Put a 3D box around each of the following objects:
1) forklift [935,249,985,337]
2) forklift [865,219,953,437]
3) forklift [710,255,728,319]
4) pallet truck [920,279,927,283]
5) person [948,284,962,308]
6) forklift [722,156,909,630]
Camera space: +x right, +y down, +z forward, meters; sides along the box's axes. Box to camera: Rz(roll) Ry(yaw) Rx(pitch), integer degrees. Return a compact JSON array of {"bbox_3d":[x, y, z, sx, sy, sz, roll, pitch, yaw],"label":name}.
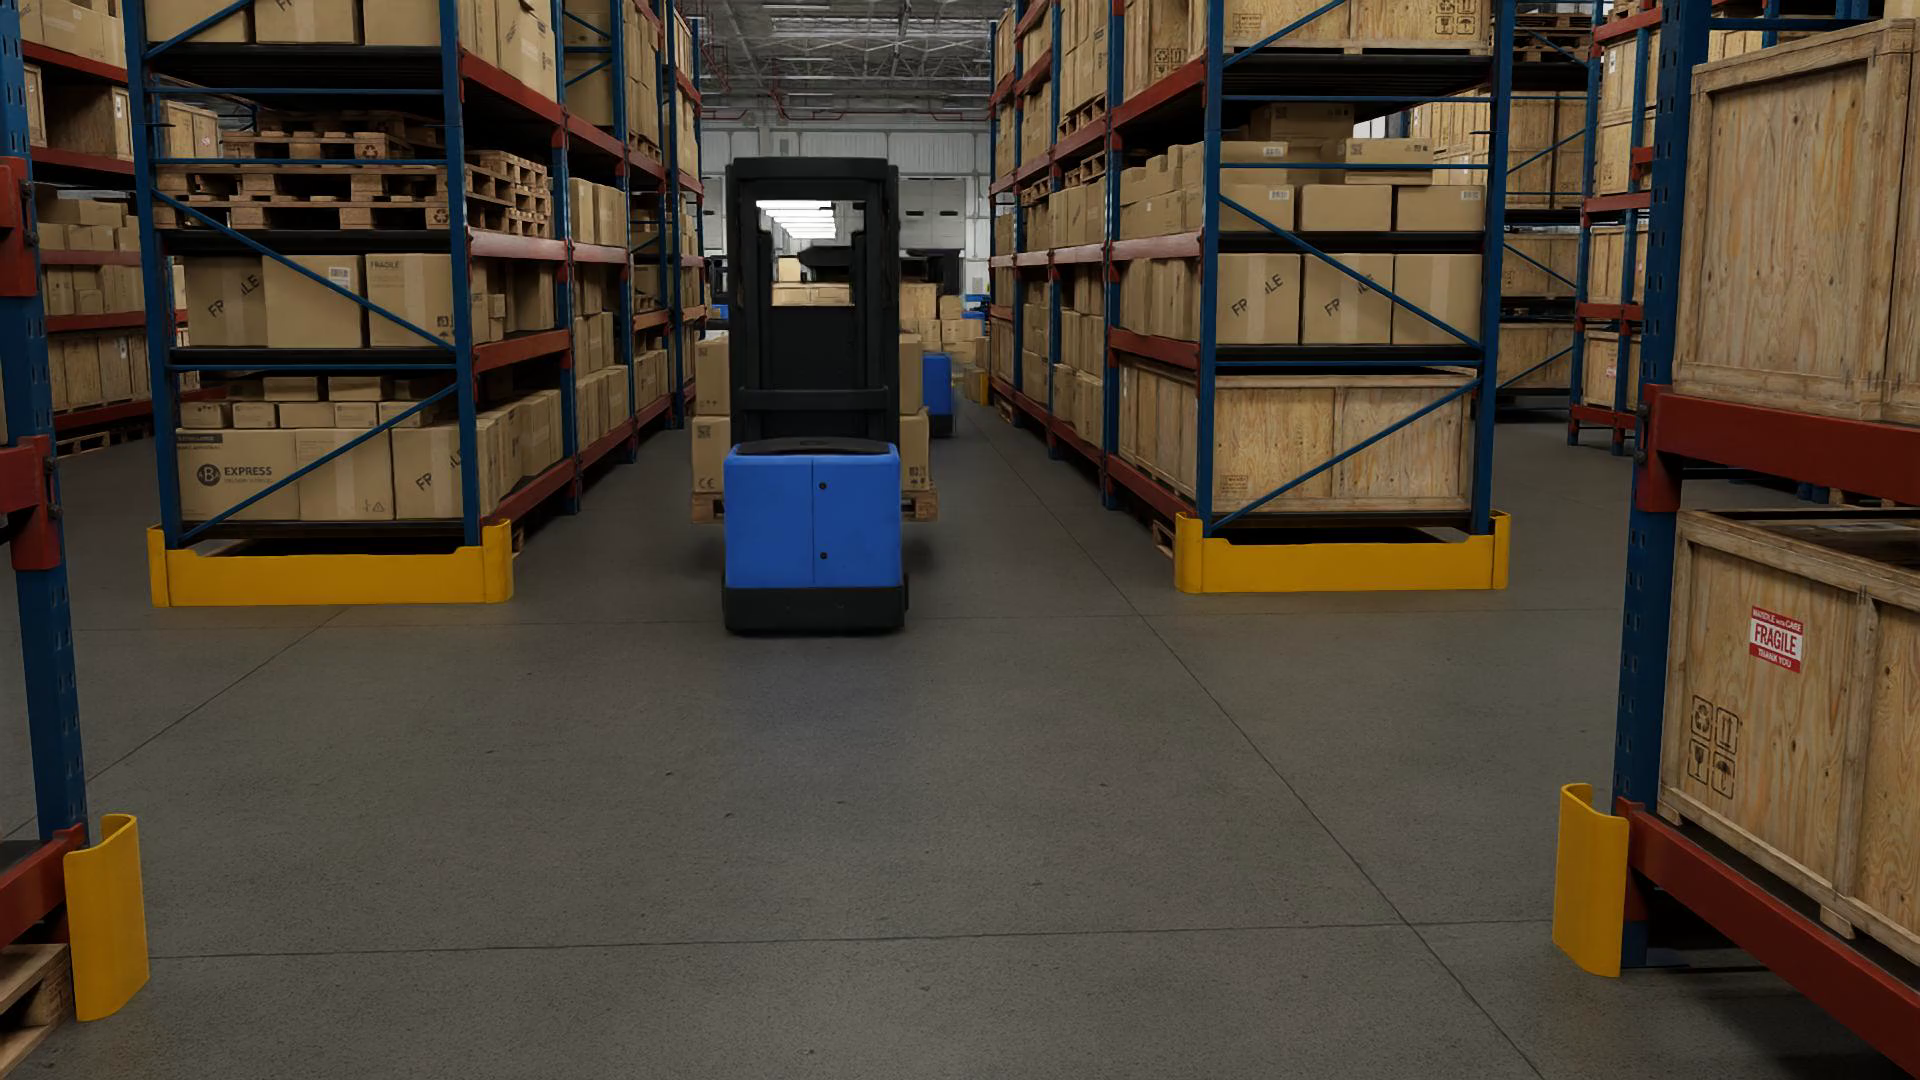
[{"bbox_3d":[-0.337,-6.664,46.173,1.873,2.768,1.129,-5,10,-28],"label":"forklift"},{"bbox_3d":[-1.060,-2.780,21.783,1.873,2.768,1.129,-1,9,-4],"label":"forklift"},{"bbox_3d":[-8.368,-8.713,59.038,1.129,2.768,1.873,-1,9,-4],"label":"forklift"},{"bbox_3d":[-0.932,-8.922,63.114,1.885,1.965,0.823,2,9,13],"label":"pallet truck"},{"bbox_3d":[-0.240,-6.613,49.015,0.632,1.880,1.063,-5,11,-30],"label":"person"},{"bbox_3d":[-0.907,-0.957,10.340,1.129,2.768,1.873,-1,9,-4],"label":"forklift"}]
